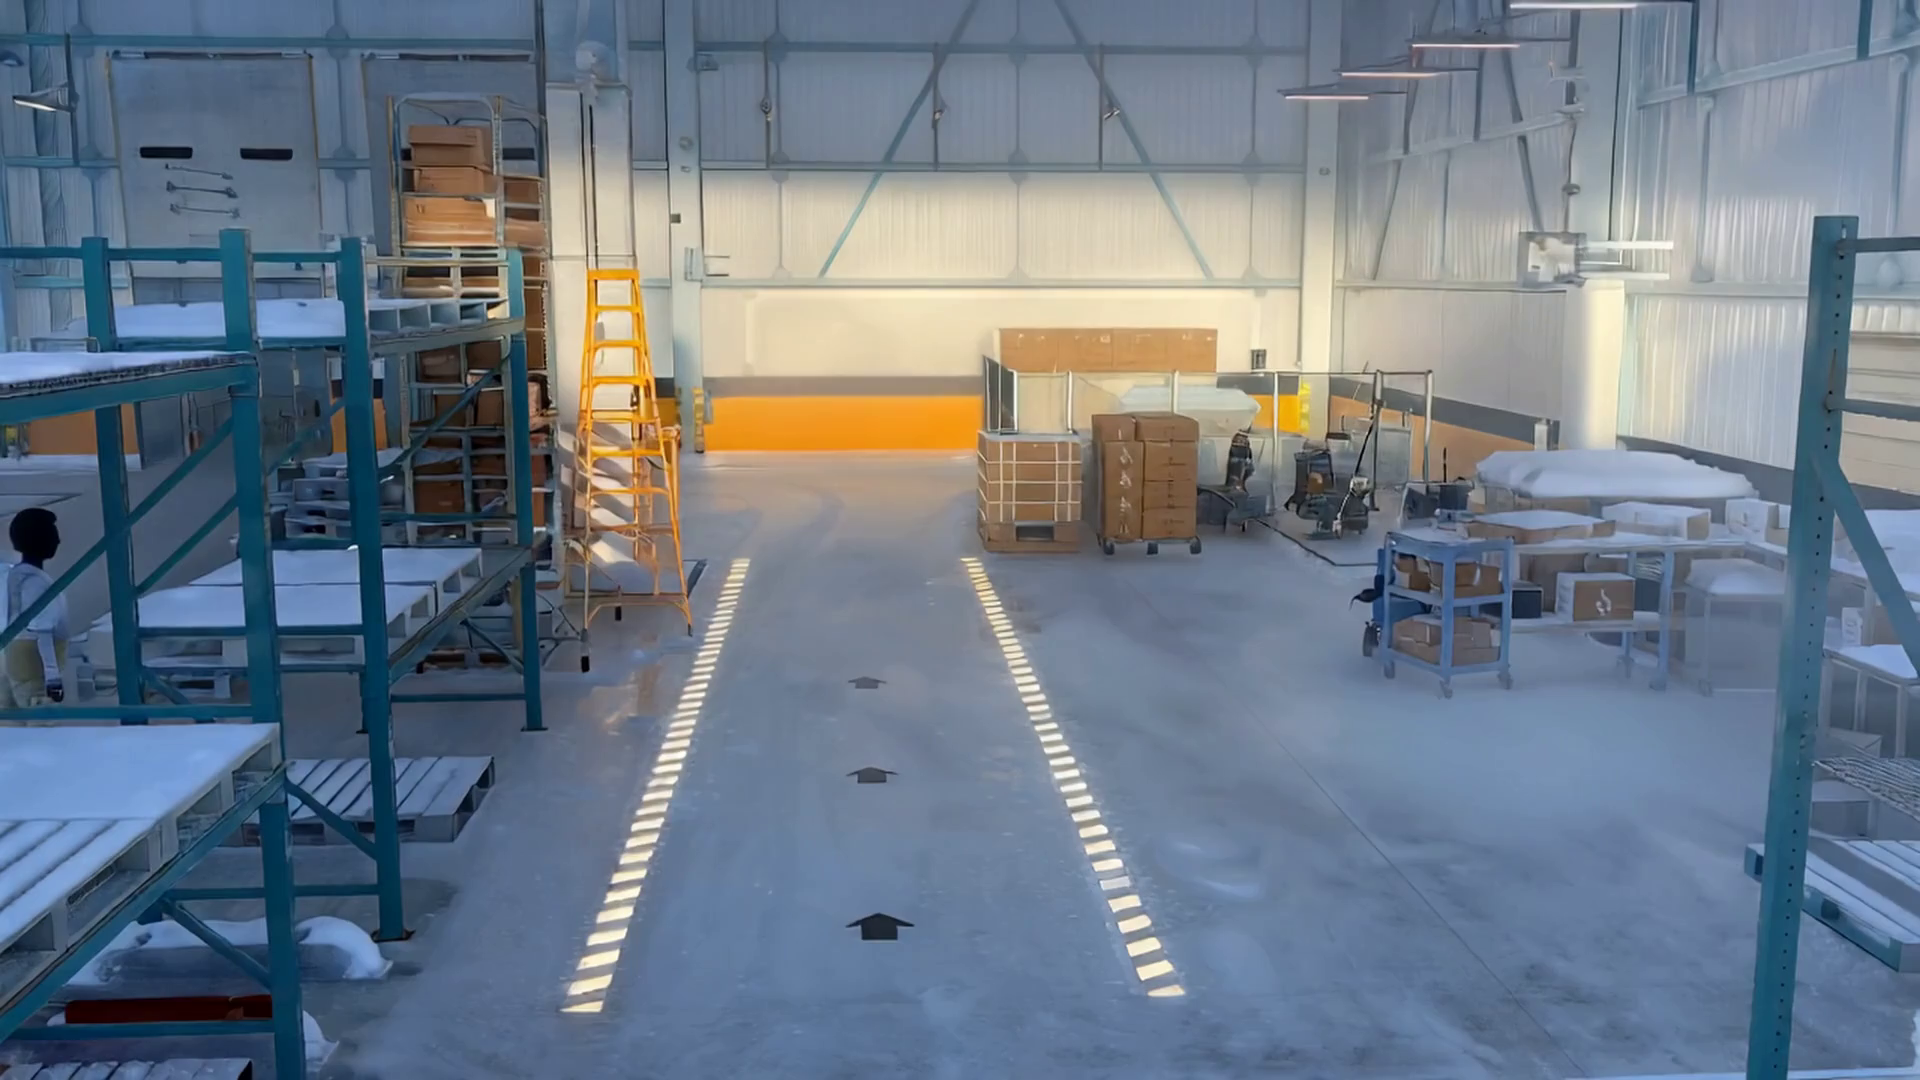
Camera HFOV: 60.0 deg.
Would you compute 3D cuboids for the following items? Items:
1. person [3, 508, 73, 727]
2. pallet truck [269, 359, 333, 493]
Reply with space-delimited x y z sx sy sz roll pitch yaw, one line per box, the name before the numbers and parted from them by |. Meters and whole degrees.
person | -4.770 0.675 8.629 0.321 1.689 0.530 -6 11 -35
pallet truck | -7.062 -1.131 18.996 1.885 1.965 0.823 2 9 13
